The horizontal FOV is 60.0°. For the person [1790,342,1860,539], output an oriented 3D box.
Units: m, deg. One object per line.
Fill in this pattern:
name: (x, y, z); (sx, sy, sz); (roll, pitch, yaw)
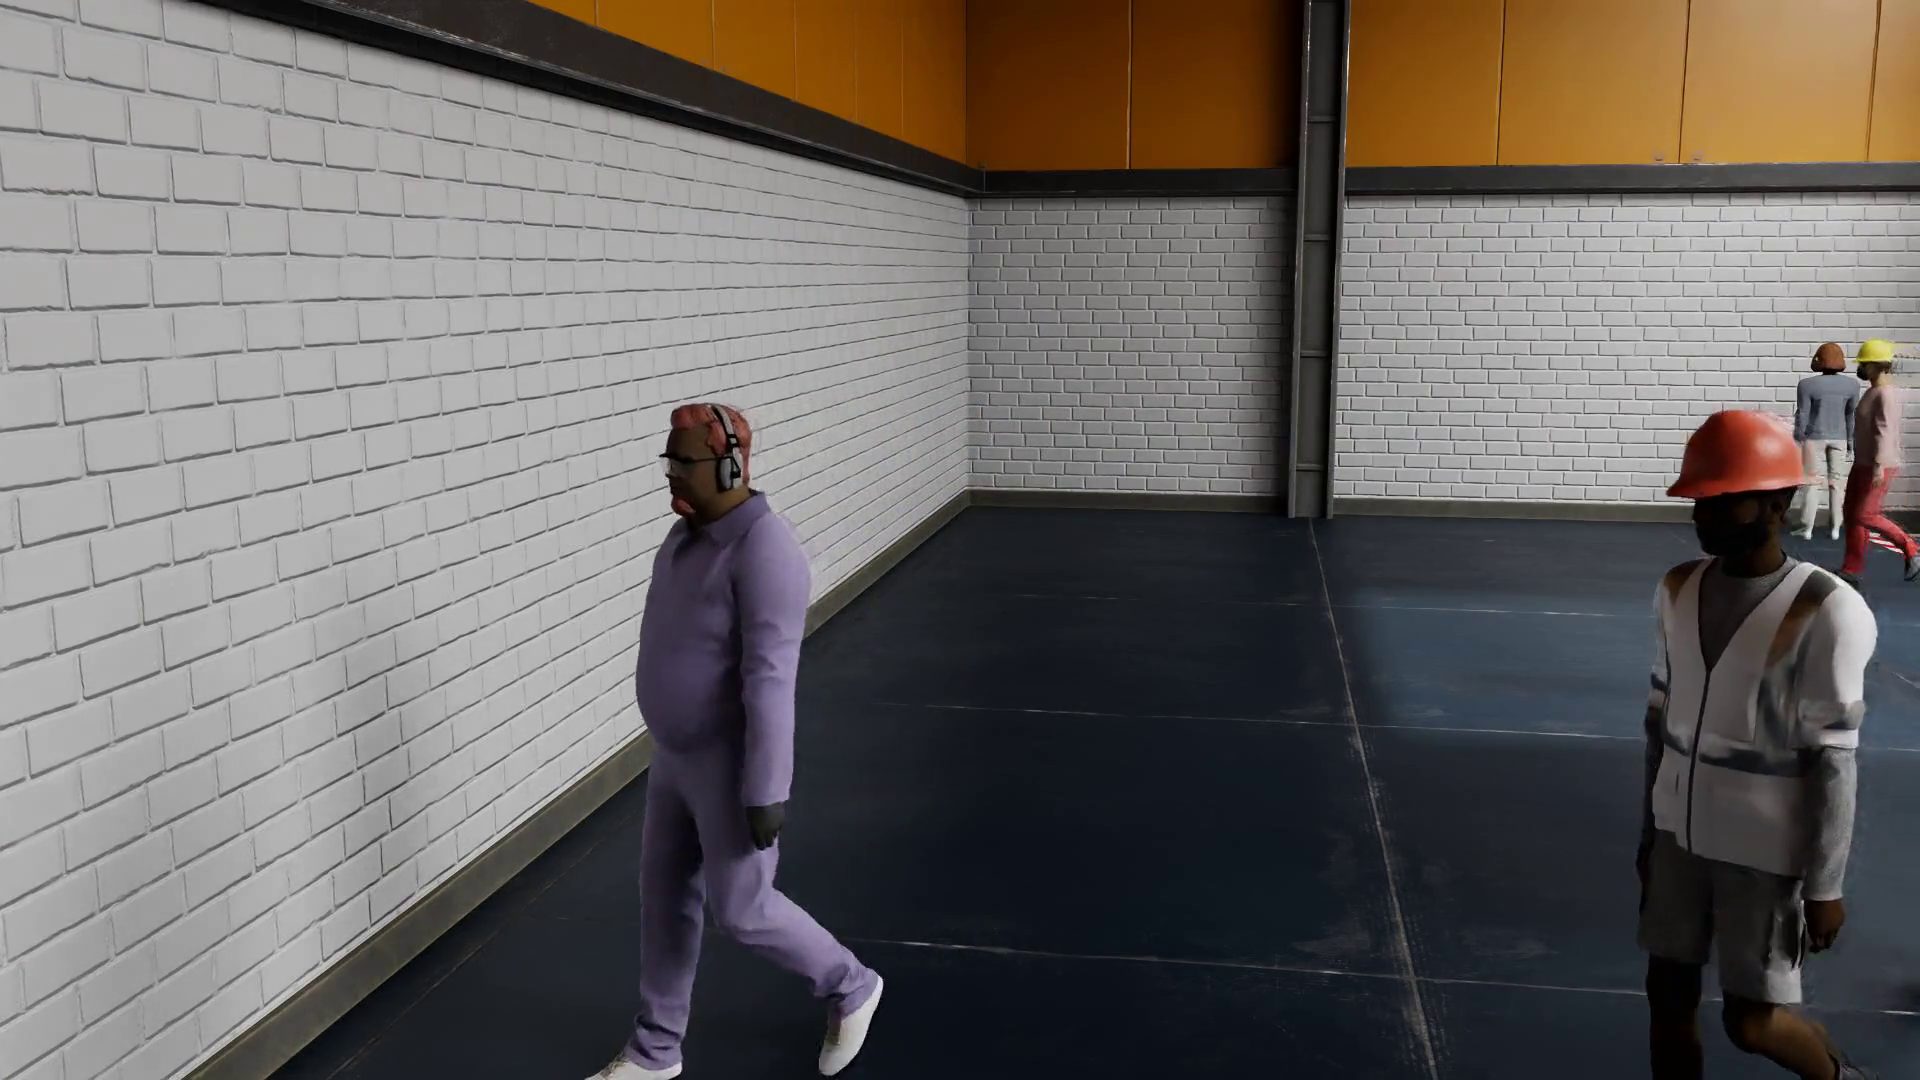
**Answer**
person: (7.156, -0.813, 13.782); (0.500, 1.636, 0.280); (1, 9, 4)

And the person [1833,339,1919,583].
person: (6.471, -0.536, 11.704); (0.583, 1.745, 0.534); (2, 9, 14)

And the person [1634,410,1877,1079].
person: (1.808, 0.657, 3.797); (0.656, 1.917, 0.555); (-4, 10, -24)

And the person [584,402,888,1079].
person: (-0.628, 0.567, 4.455); (0.807, 1.885, 0.663); (-6, 11, -32)
